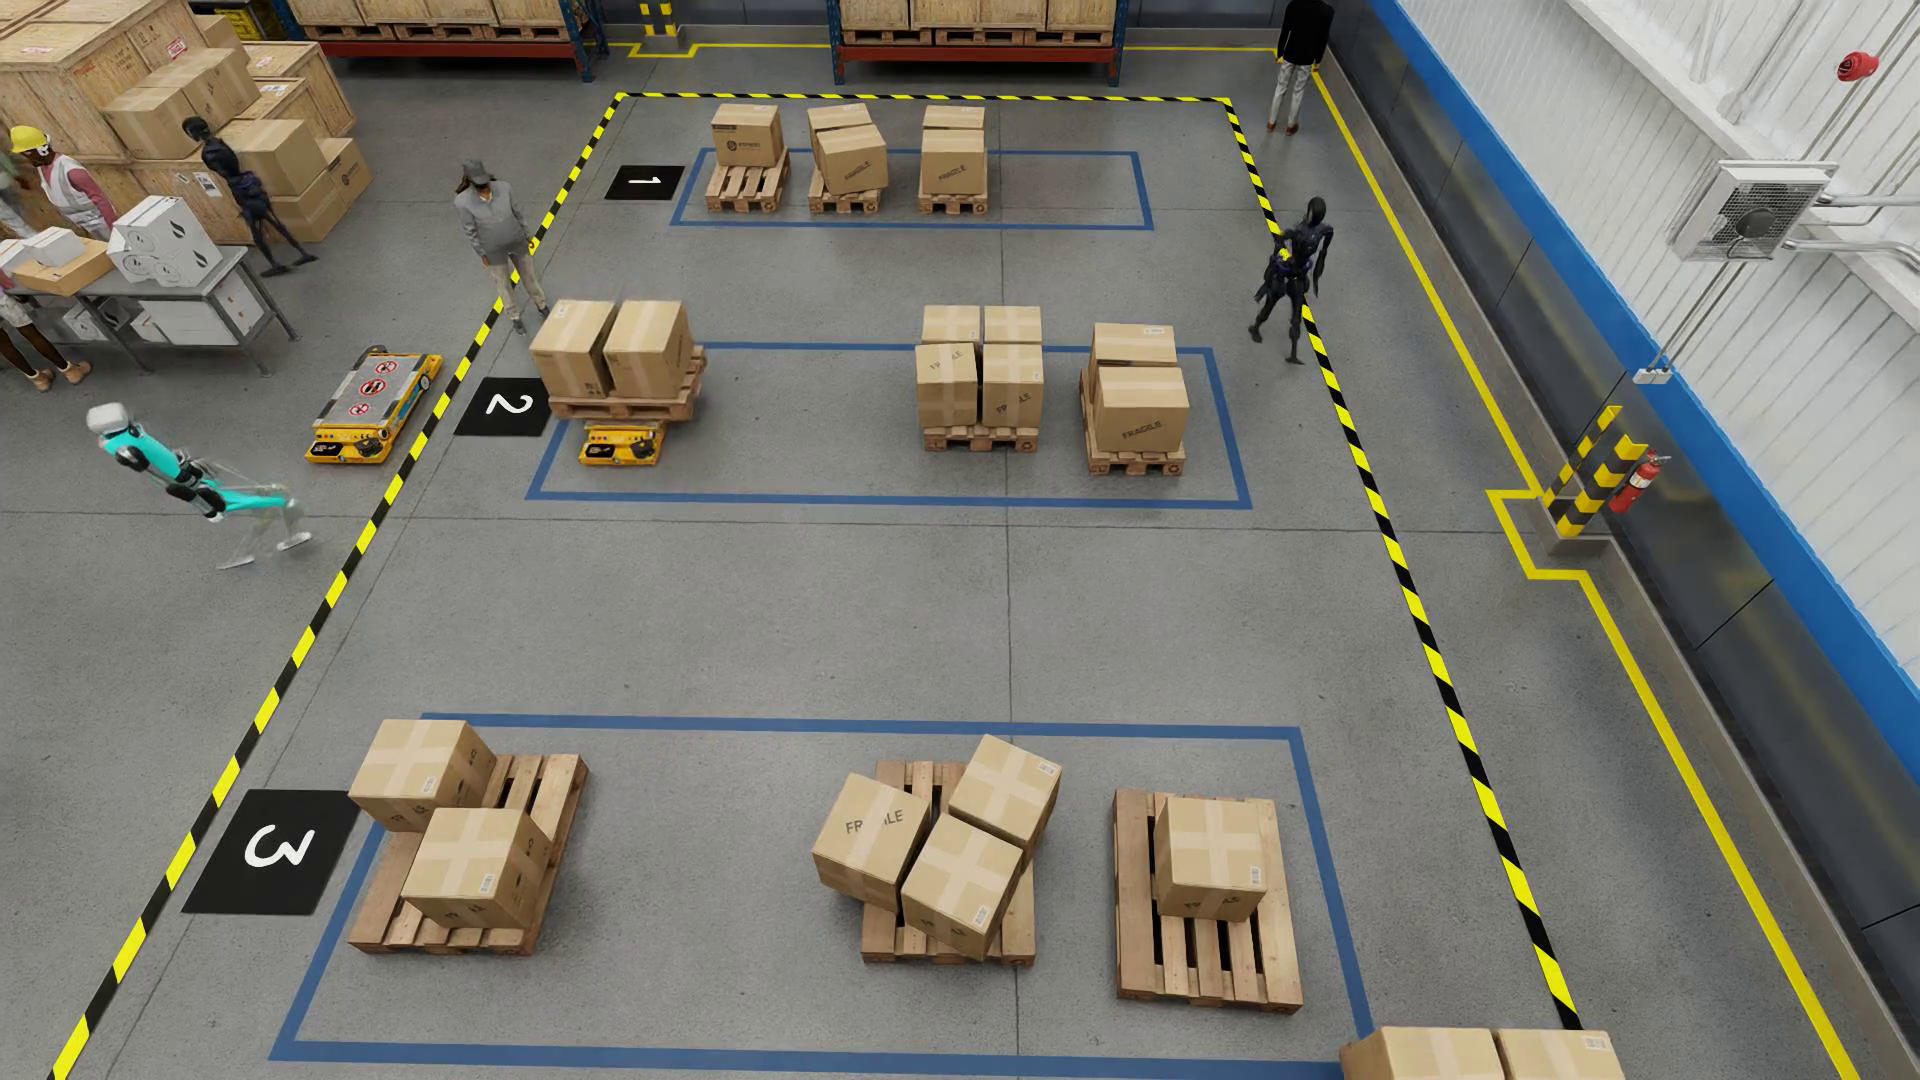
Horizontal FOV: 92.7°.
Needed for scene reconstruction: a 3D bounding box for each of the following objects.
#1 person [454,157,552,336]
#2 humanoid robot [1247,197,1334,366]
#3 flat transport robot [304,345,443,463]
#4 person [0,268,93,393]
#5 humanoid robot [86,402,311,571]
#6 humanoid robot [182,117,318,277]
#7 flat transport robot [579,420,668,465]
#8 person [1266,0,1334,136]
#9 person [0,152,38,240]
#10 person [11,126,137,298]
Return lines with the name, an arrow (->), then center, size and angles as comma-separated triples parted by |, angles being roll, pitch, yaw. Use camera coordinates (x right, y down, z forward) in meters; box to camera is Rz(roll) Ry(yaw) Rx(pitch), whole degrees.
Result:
person -> -4.368, -2.823, 8.776 | 0.563, 1.763, 0.404 | -36, 58, -26
humanoid robot -> 3.084, -2.389, 8.491 | 0.616, 1.620, 0.794 | -8, 50, -7
flat transport robot -> -5.383, -1.269, 8.441 | 0.659, 0.231, 1.431 | 1, 50, 1
person -> -8.644, -2.186, 8.060 | 0.604, 2.036, 0.385 | -16, 52, -13
humanoid robot -> -5.413, -0.414, 6.746 | 0.893, 1.743, 0.553 | -33, 57, -25
humanoid robot -> -7.359, -3.540, 9.447 | 0.562, 1.632, 0.603 | -19, 52, -15
flat transport robot -> -2.982, -1.261, 8.415 | 0.652, 0.197, 1.431 | 1, 50, 1
person -> 4.219, -6.018, 11.403 | 0.584, 1.882, 0.377 | 22, 53, 17
person -> -10.096, -3.682, 9.419 | 1.017, 1.890, 0.634 | 18, 52, 15
person -> -8.539, -3.174, 9.028 | 0.595, 1.830, 0.403 | 20, 53, 16
